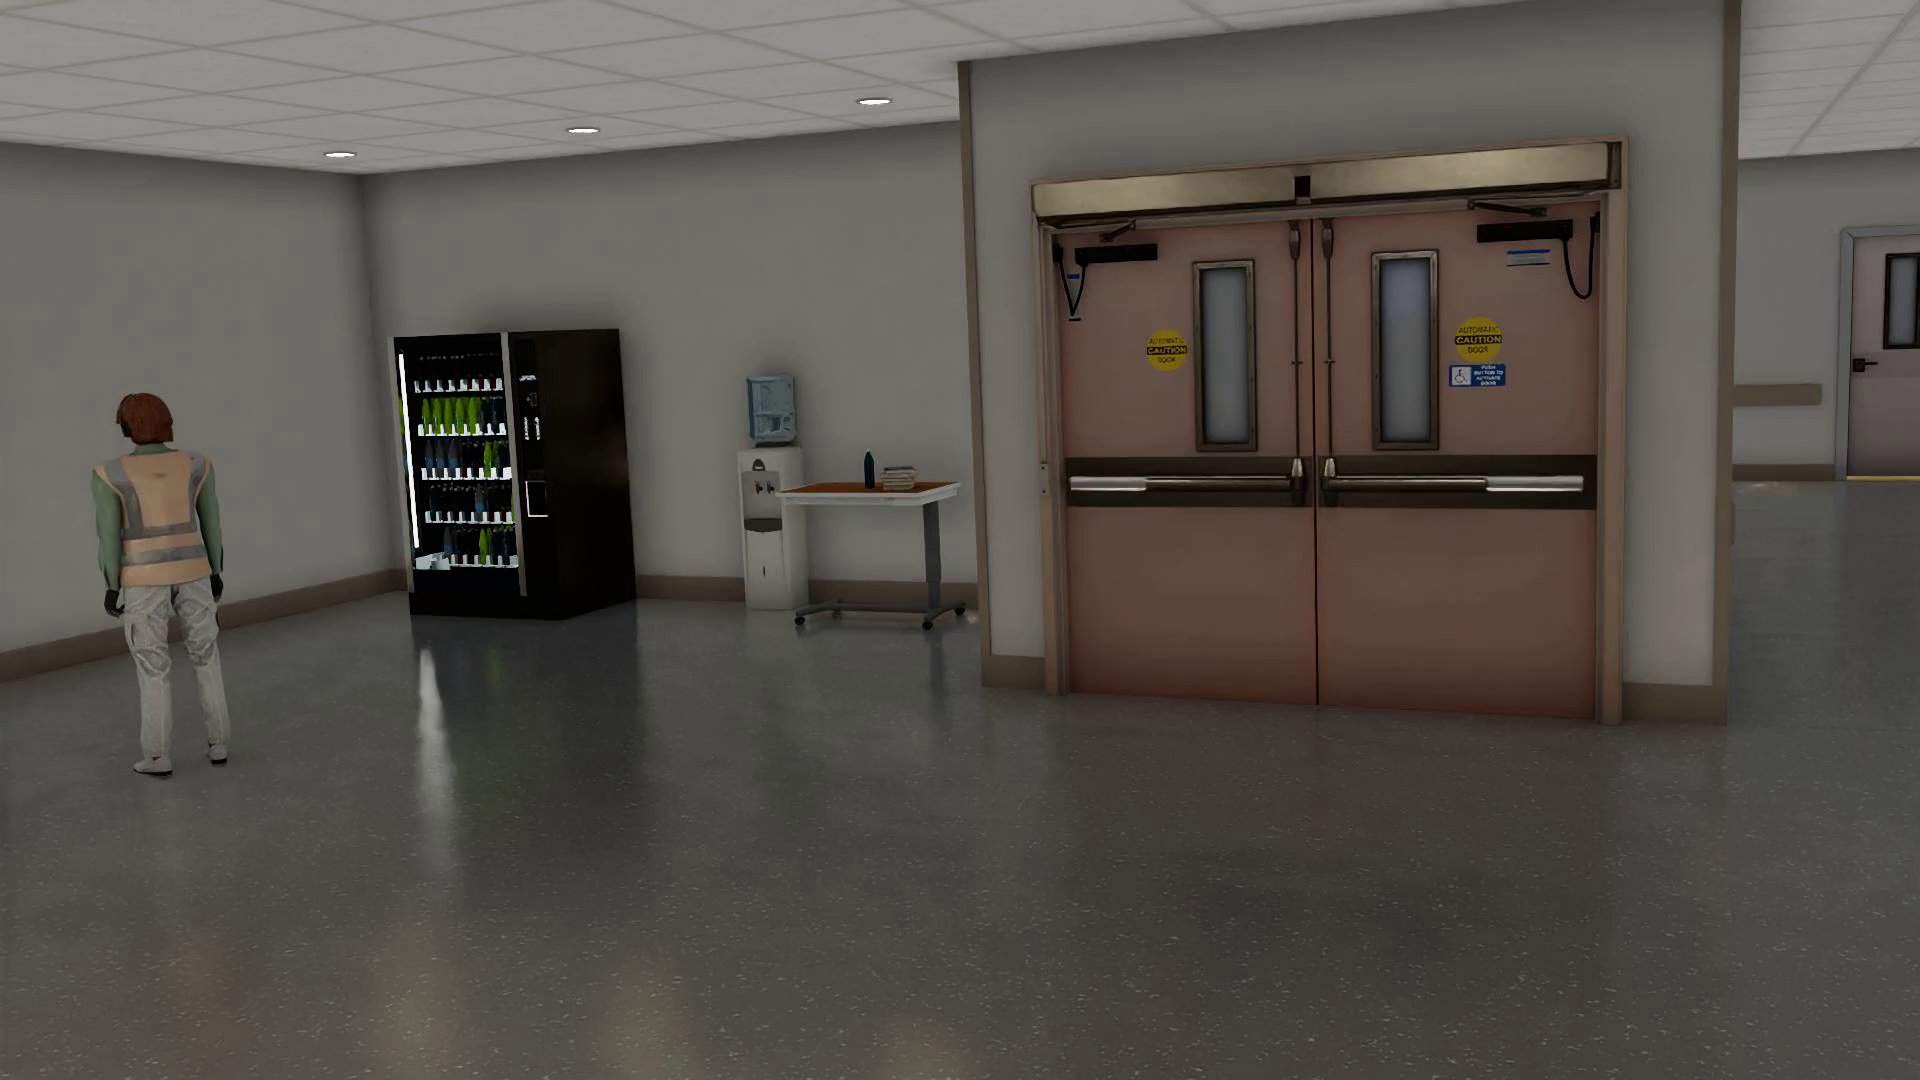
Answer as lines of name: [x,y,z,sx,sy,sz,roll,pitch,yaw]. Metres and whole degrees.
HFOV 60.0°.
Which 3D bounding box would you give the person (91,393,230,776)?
person: [-3.405,0.188,7.128,0.512,1.637,0.307,-9,10,-44]
